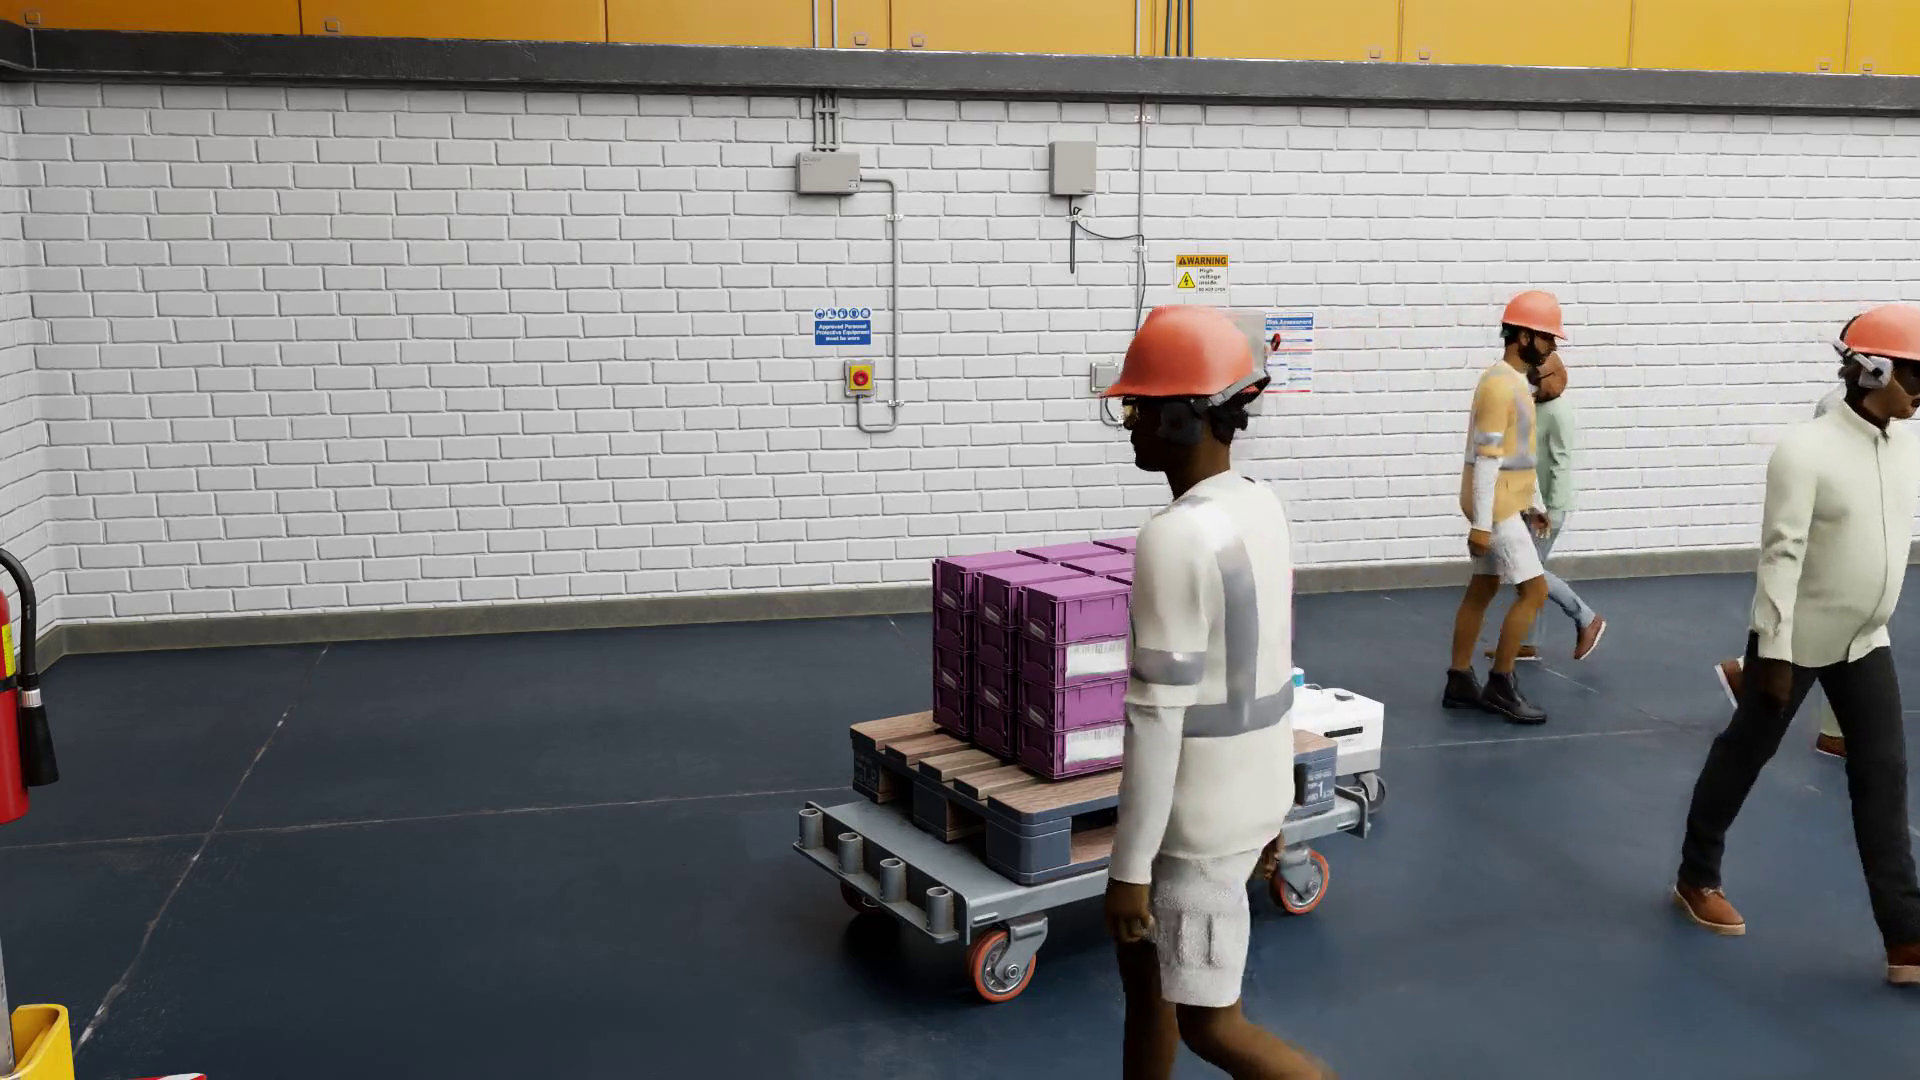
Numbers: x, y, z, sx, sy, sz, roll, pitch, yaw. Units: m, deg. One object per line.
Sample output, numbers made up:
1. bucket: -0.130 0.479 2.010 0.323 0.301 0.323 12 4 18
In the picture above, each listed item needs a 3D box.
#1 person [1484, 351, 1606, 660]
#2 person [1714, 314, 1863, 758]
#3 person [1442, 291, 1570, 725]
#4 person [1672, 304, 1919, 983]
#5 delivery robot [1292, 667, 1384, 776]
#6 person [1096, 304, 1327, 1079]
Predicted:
1. person: 2.939 -0.156 8.273 0.454 1.608 0.534 0 10 -1
2. person: 3.563 -0.014 6.861 0.633 1.840 0.545 7 13 35
3. person: 2.450 -0.140 7.373 0.600 1.905 0.559 3 11 18
4. person: 2.564 0.298 4.845 0.690 1.934 0.992 -4 11 -22
5. delivery robot: 1.212 0.712 6.142 0.707 0.478 0.477 -5 11 -26
6. person: 0.577 0.538 3.344 0.918 2.013 0.628 4 11 23
